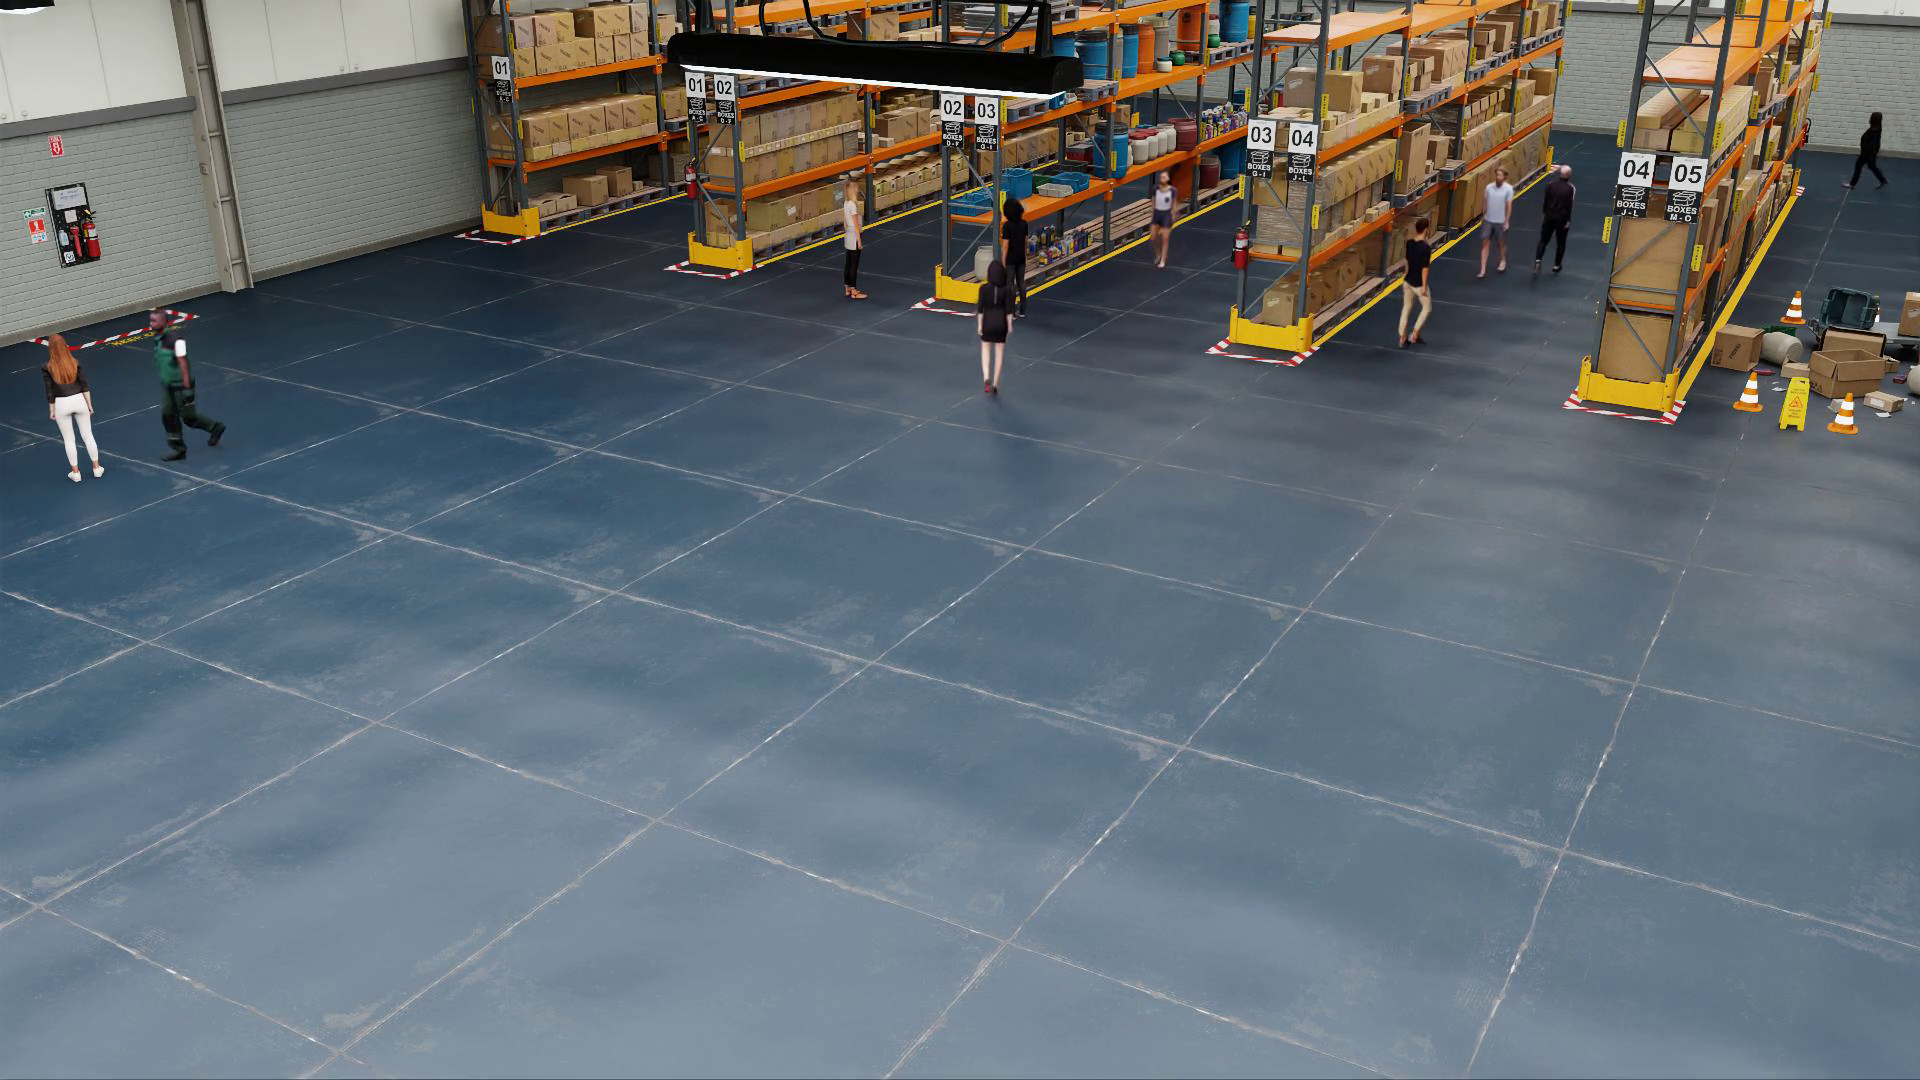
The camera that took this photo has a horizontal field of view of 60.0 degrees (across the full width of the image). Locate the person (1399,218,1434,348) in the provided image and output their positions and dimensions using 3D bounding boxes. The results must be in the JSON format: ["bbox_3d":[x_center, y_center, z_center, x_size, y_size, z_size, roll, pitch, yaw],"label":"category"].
[{"bbox_3d":[6.425,-3.639,23.697,0.806,1.842,0.781,-12,26,-27],"label":"person"}]

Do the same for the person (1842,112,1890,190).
[{"bbox_3d":[18.835,-7.982,34.243,0.713,1.581,1.013,12,26,26],"label":"person"}]

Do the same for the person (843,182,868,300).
[{"bbox_3d":[-1.705,-4.751,26.332,0.705,1.826,0.692,-11,26,-25],"label":"person"}]

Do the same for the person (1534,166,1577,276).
[{"bbox_3d":[9.829,-5.256,27.542,0.720,1.809,1.149,15,27,32],"label":"person"}]

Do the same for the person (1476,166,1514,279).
[{"bbox_3d":[8.943,-5.285,27.626,0.692,1.796,1.175,14,27,30],"label":"person"}]

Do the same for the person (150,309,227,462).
[{"bbox_3d":[-9.087,-1.828,19.475,0.720,1.812,1.080,17,28,35],"label":"person"}]

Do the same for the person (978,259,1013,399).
[{"bbox_3d":[0.450,-2.701,21.562,0.735,1.786,0.779,0,23,0],"label":"person"}]

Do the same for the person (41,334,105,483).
[{"bbox_3d":[-10.091,-1.512,18.870,0.599,1.704,0.732,-15,27,-32],"label":"person"}]

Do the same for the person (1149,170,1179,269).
[{"bbox_3d":[3.462,-5.460,28.235,0.627,1.642,0.600,10,25,22],"label":"person"}]

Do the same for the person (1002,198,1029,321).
[{"bbox_3d":[0.830,-4.265,25.180,0.606,1.834,0.759,-16,28,-33],"label":"person"}]
